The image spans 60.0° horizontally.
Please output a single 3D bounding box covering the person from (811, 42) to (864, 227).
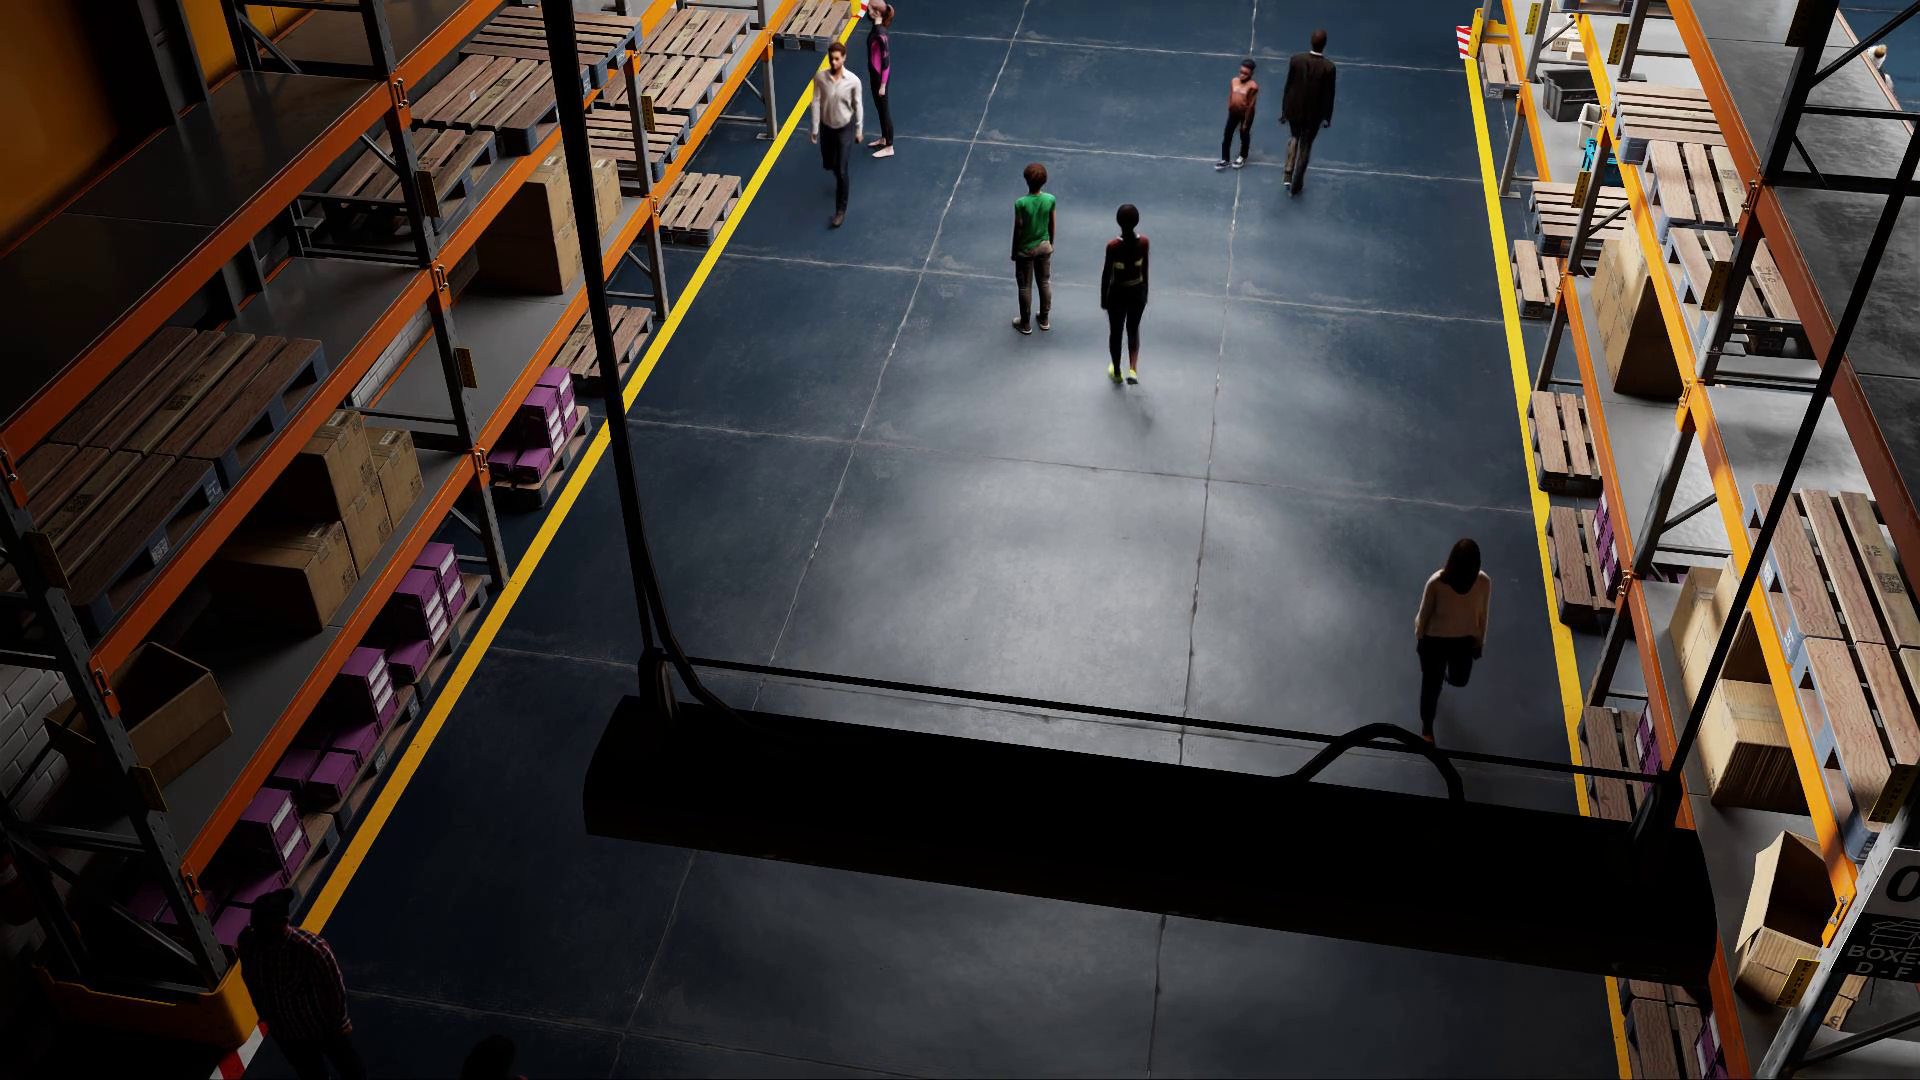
[{"bbox_3d":[-1.252,-4.215,17.002,0.663,1.845,1.093,6,39,7],"label":"person"}]

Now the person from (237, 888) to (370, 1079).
[{"bbox_3d":[-3.436,2.467,8.702,0.680,1.761,0.590,5,39,7],"label":"person"}]

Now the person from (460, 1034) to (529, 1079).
[{"bbox_3d":[-2.282,3.056,8.075,0.815,1.622,0.862,-31,48,-33],"label":"person"}]

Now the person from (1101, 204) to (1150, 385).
[{"bbox_3d":[1.460,-2.041,14.363,0.697,1.740,0.840,-5,39,-6],"label":"person"}]

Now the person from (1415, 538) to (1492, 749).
[{"bbox_3d":[3.253,0.624,11.086,0.712,1.666,0.923,0,39,0],"label":"person"}]

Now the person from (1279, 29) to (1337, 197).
[{"bbox_3d":[3.565,-4.398,17.270,0.771,1.795,0.751,18,42,21],"label":"person"}]

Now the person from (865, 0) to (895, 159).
[{"bbox_3d":[-0.873,-5.040,18.110,0.694,1.750,0.574,-7,39,-8],"label":"person"}]

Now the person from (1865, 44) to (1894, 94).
[{"bbox_3d":[9.075,-4.058,16.804,0.916,1.847,1.232,-3,39,-4],"label":"person"}]

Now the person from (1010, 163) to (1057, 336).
[{"bbox_3d":[0.679,-2.666,15.216,0.672,1.651,0.690,-15,41,-18],"label":"person"}]

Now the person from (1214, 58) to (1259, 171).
[{"bbox_3d":[3.095,-4.628,18.001,0.681,1.242,0.767,29,47,31],"label":"person"}]
